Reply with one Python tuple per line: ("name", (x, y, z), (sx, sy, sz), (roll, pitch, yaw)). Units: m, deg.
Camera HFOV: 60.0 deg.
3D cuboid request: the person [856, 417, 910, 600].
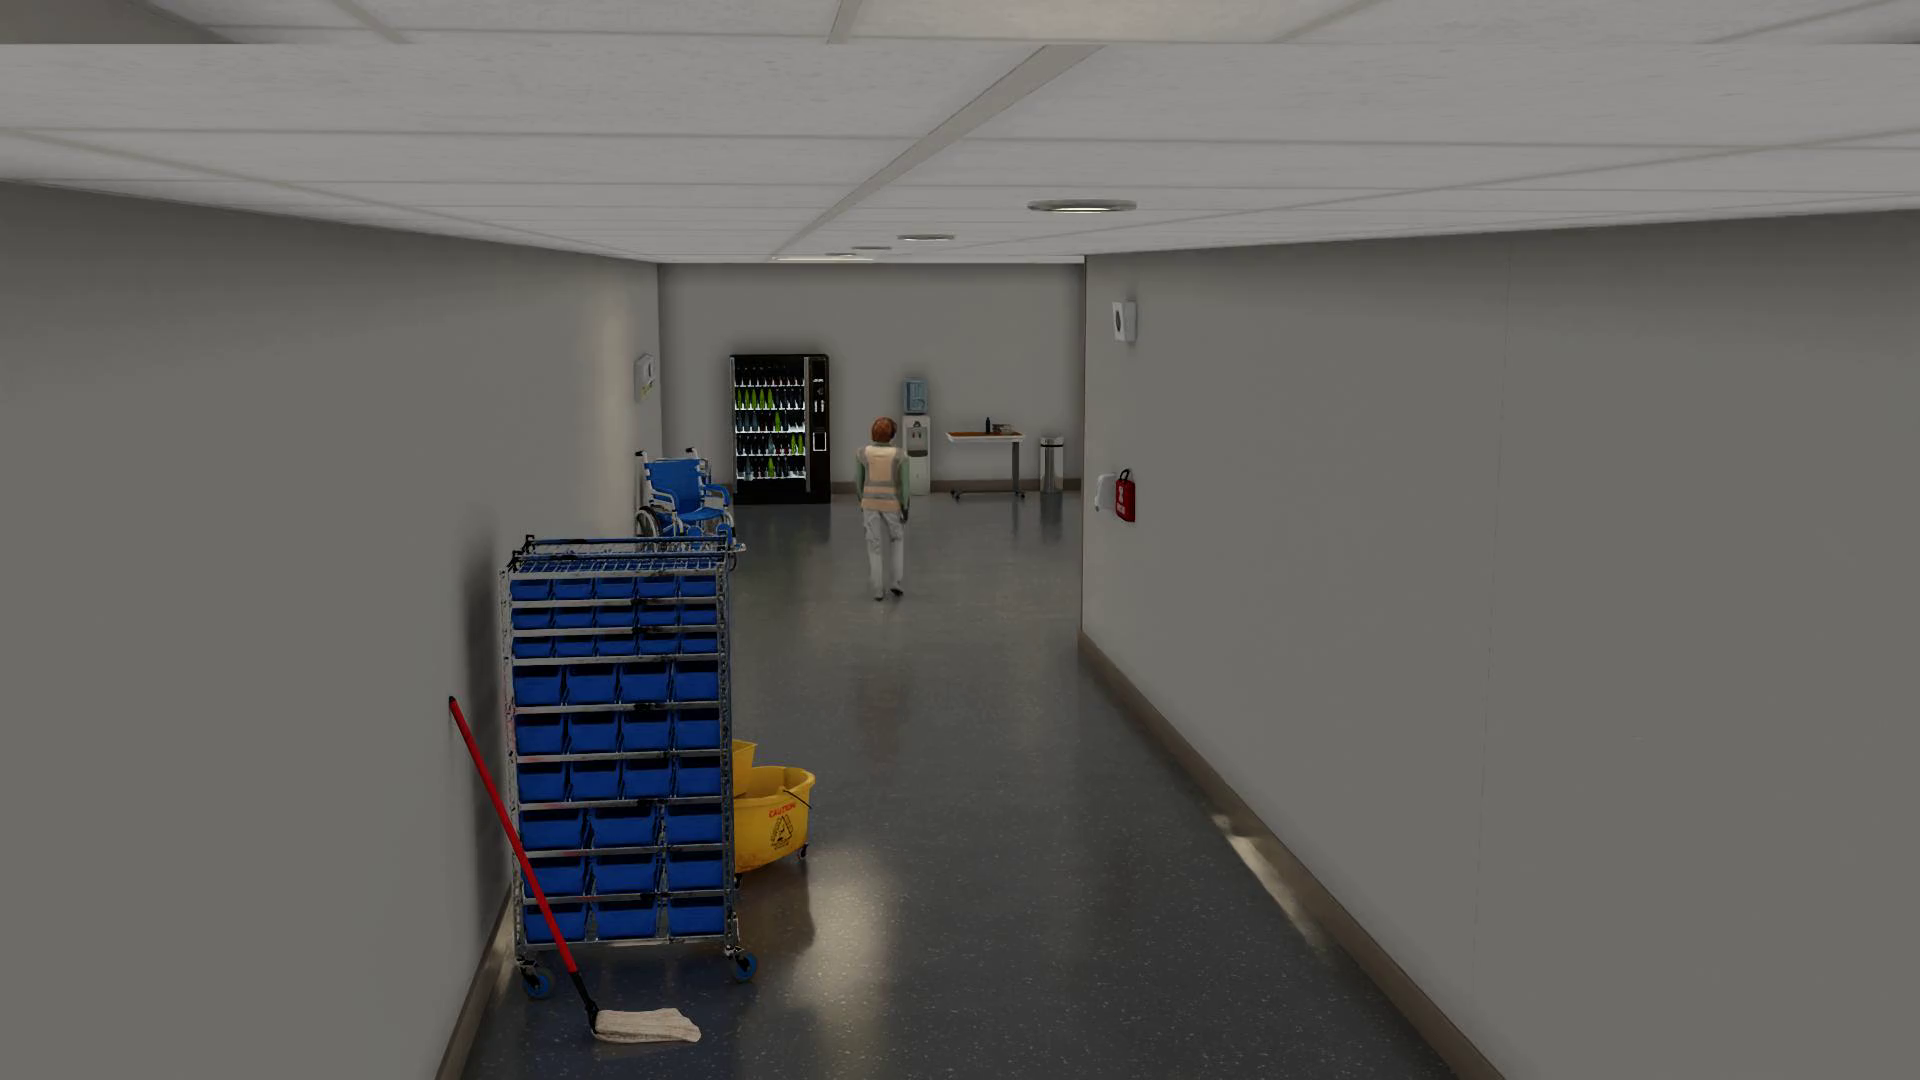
("person", (-0.681, -0.281, 14.798), (0.512, 1.619, 0.511), (1, 9, 6))
